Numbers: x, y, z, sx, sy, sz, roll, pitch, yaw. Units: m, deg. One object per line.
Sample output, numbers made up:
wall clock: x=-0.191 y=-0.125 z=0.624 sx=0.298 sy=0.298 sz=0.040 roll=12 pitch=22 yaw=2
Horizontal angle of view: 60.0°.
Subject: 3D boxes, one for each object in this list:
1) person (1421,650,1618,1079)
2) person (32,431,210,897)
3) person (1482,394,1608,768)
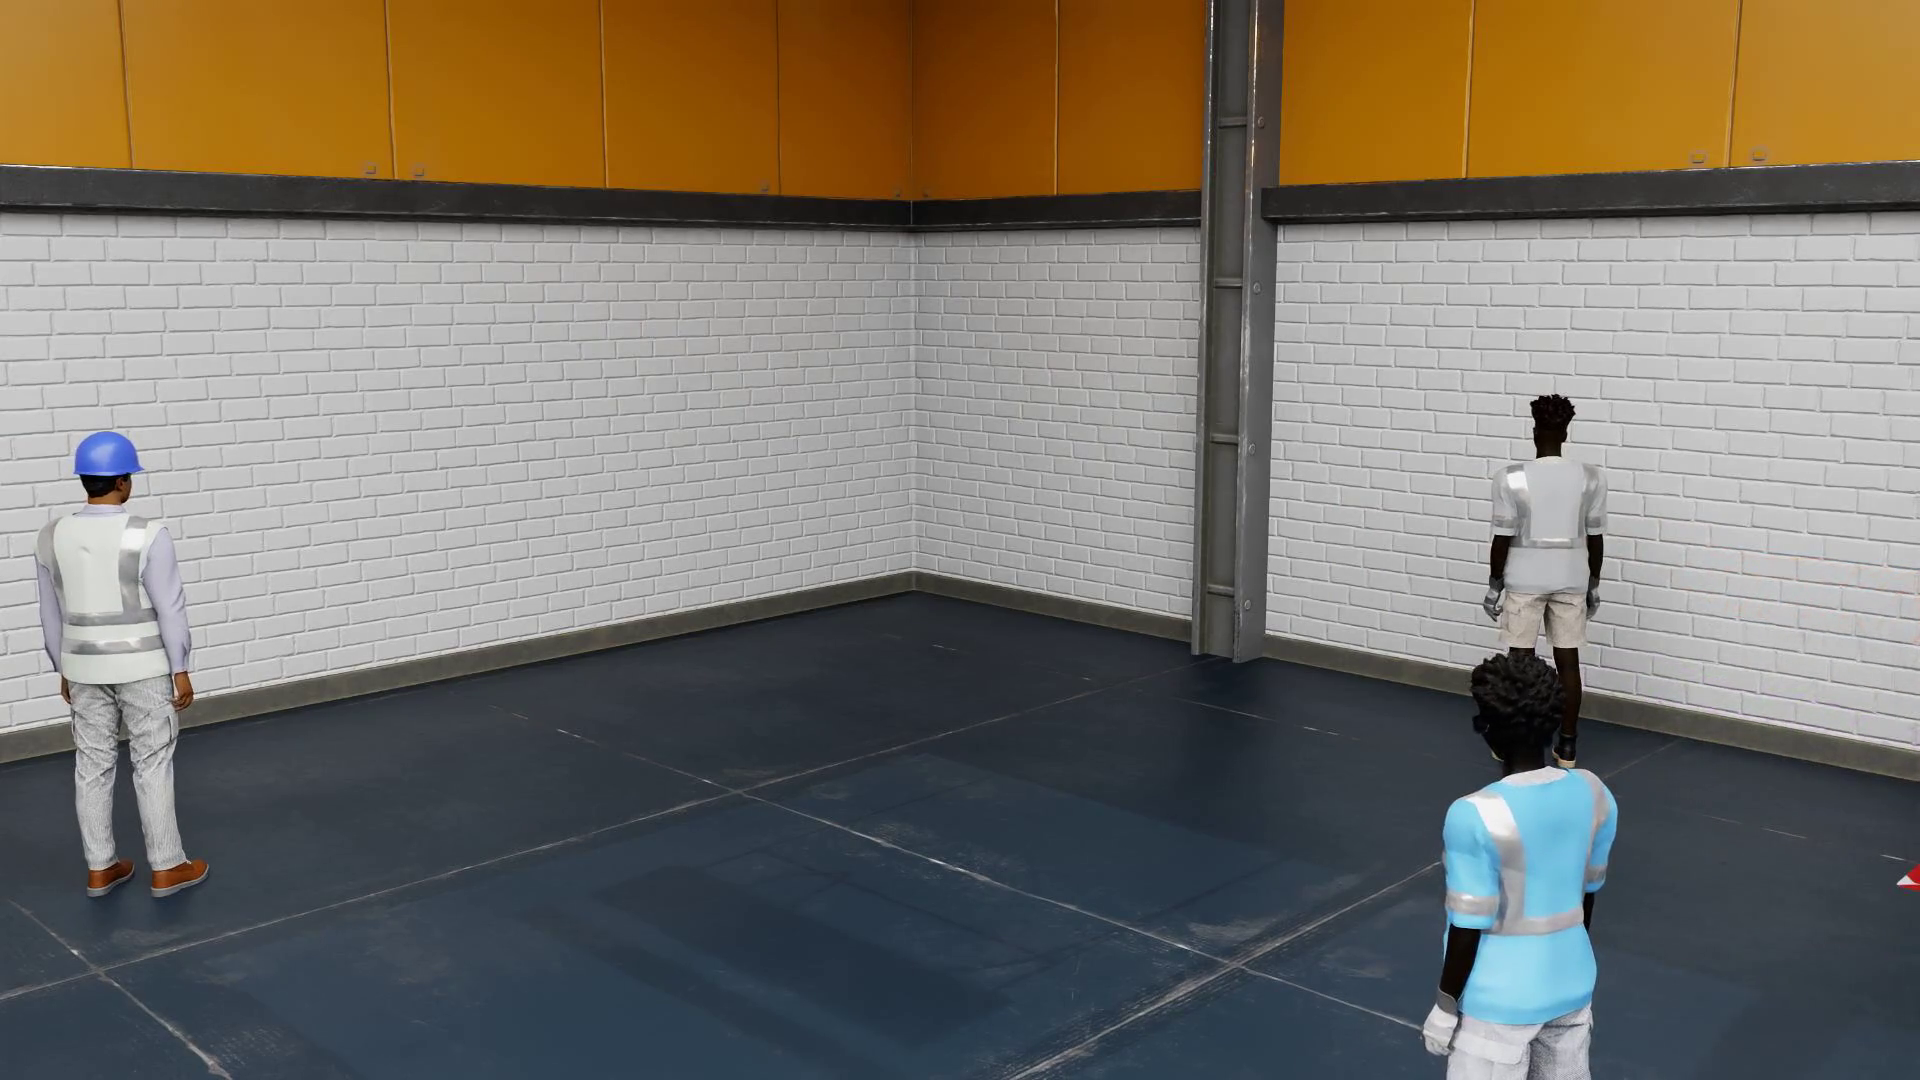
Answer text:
person: x=1.354 y=1.110 z=4.075 sx=0.531 sy=1.692 sz=0.320 roll=-5 pitch=11 yaw=-30
person: x=-3.475 y=0.523 z=6.888 sx=0.605 sy=1.948 sz=0.386 roll=1 pitch=9 yaw=4
person: x=3.047 y=0.221 z=8.684 sx=0.602 sy=1.967 sz=0.366 roll=1 pitch=9 yaw=3
